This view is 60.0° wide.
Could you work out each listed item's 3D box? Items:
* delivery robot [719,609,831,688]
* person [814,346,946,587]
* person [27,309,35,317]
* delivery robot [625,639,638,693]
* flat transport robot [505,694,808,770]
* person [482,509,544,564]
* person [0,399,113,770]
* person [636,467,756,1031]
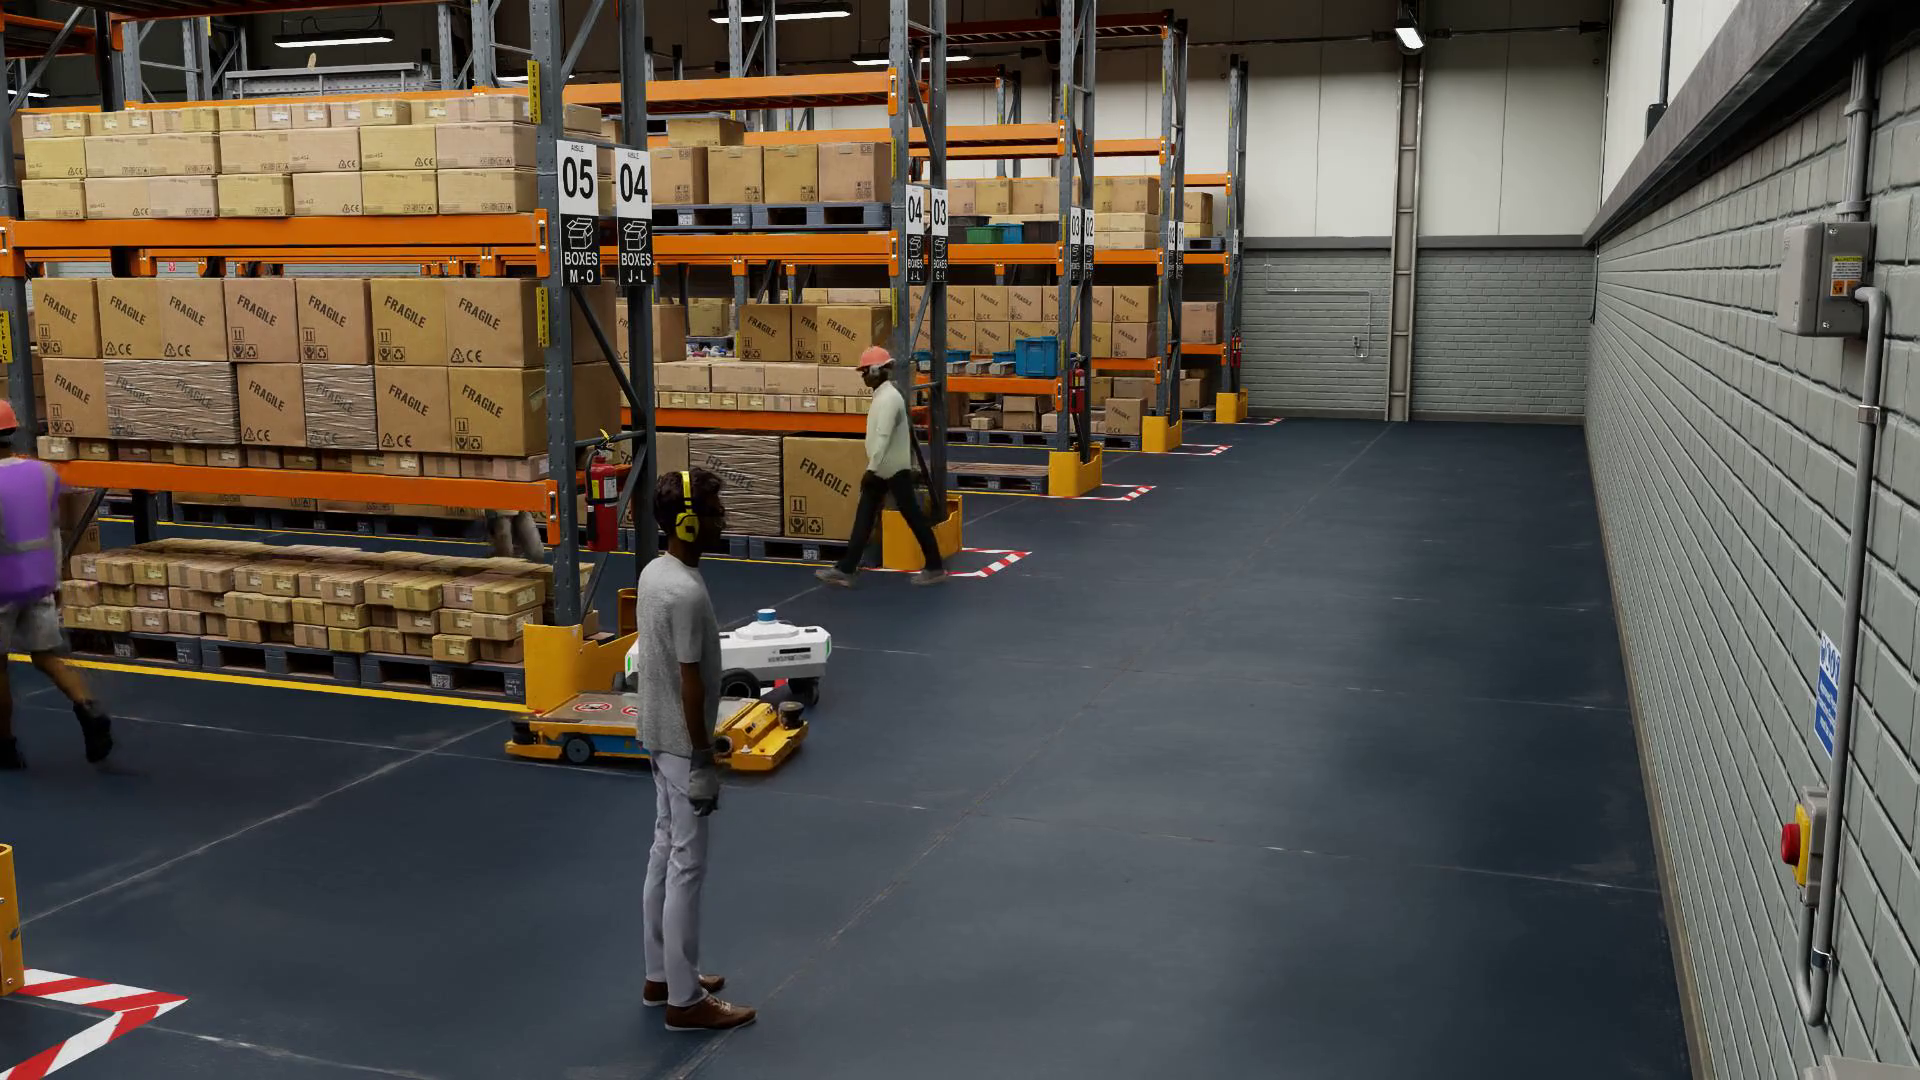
[{"bbox_3d":[-1.112,0.644,9.634,0.707,0.478,0.477,-3,10,-19],"label":"delivery robot"},{"bbox_3d":[-0.603,-0.572,13.275,1.082,1.925,0.630,-3,10,-20],"label":"person"},{"bbox_3d":[-17.195,-3.338,30.787,0.956,1.839,0.580,1,9,9],"label":"person"},{"bbox_3d":[-1.694,0.664,9.506,0.477,0.478,0.707,0,9,-2],"label":"delivery robot"},{"bbox_3d":[-1.572,0.982,8.697,1.431,0.197,0.652,2,9,10],"label":"flat transport robot"},{"bbox_3d":[-3.178,-0.182,11.741,0.376,1.624,0.536,4,10,24],"label":"person"},{"bbox_3d":[-4.659,0.232,8.283,0.746,1.915,0.558,4,10,25],"label":"person"},{"bbox_3d":[-0.911,0.689,5.556,0.329,1.871,0.513,-4,10,-24],"label":"person"}]
